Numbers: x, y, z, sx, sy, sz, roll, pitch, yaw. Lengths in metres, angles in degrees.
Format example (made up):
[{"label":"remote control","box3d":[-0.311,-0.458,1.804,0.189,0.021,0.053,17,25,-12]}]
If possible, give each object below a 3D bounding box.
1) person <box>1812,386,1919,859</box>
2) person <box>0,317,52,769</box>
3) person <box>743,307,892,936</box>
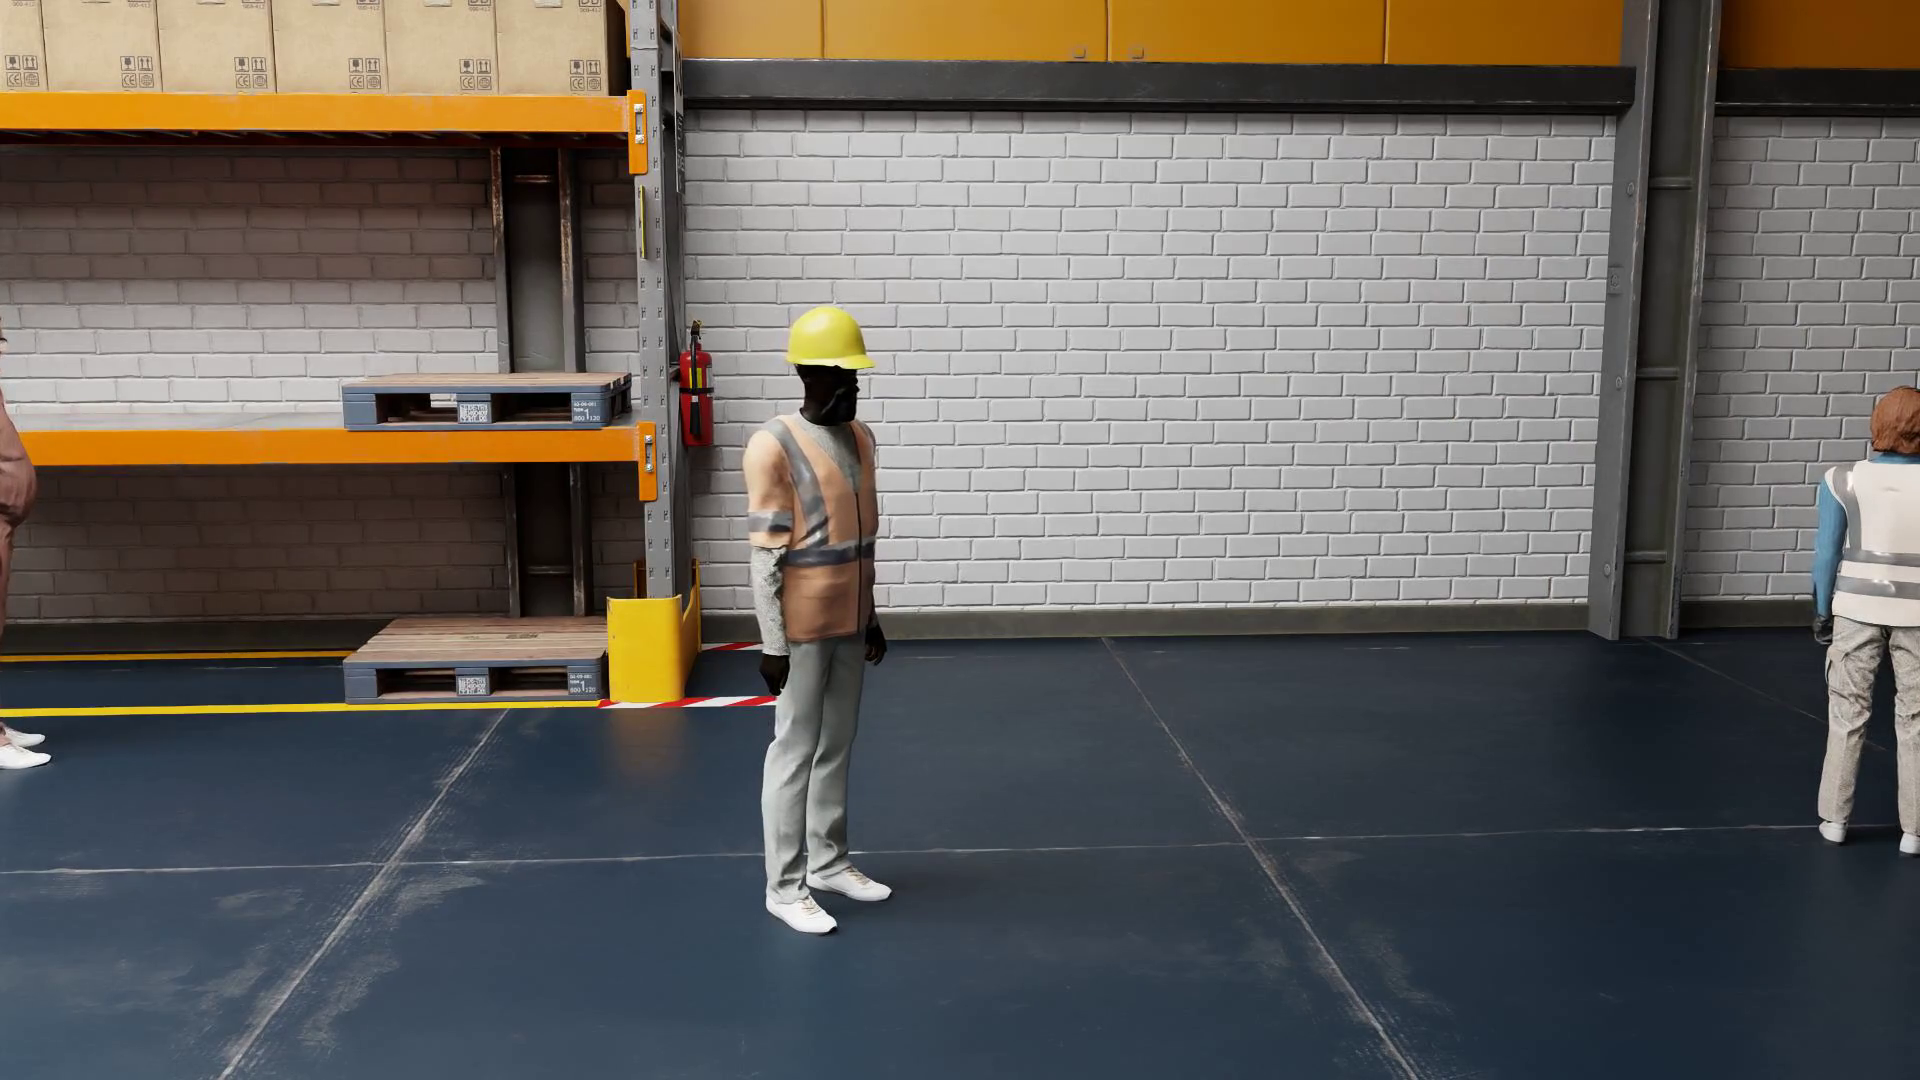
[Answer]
[{"label":"person","box3d":[3.246,0.287,5.806,0.513,1.642,0.311,7,11,36]},{"label":"person","box3d":[-4.023,-0.012,6.872,0.401,1.904,0.640,-5,10,-28]},{"label":"person","box3d":[-0.416,0.242,5.192,0.376,1.925,0.594,5,10,30]}]
